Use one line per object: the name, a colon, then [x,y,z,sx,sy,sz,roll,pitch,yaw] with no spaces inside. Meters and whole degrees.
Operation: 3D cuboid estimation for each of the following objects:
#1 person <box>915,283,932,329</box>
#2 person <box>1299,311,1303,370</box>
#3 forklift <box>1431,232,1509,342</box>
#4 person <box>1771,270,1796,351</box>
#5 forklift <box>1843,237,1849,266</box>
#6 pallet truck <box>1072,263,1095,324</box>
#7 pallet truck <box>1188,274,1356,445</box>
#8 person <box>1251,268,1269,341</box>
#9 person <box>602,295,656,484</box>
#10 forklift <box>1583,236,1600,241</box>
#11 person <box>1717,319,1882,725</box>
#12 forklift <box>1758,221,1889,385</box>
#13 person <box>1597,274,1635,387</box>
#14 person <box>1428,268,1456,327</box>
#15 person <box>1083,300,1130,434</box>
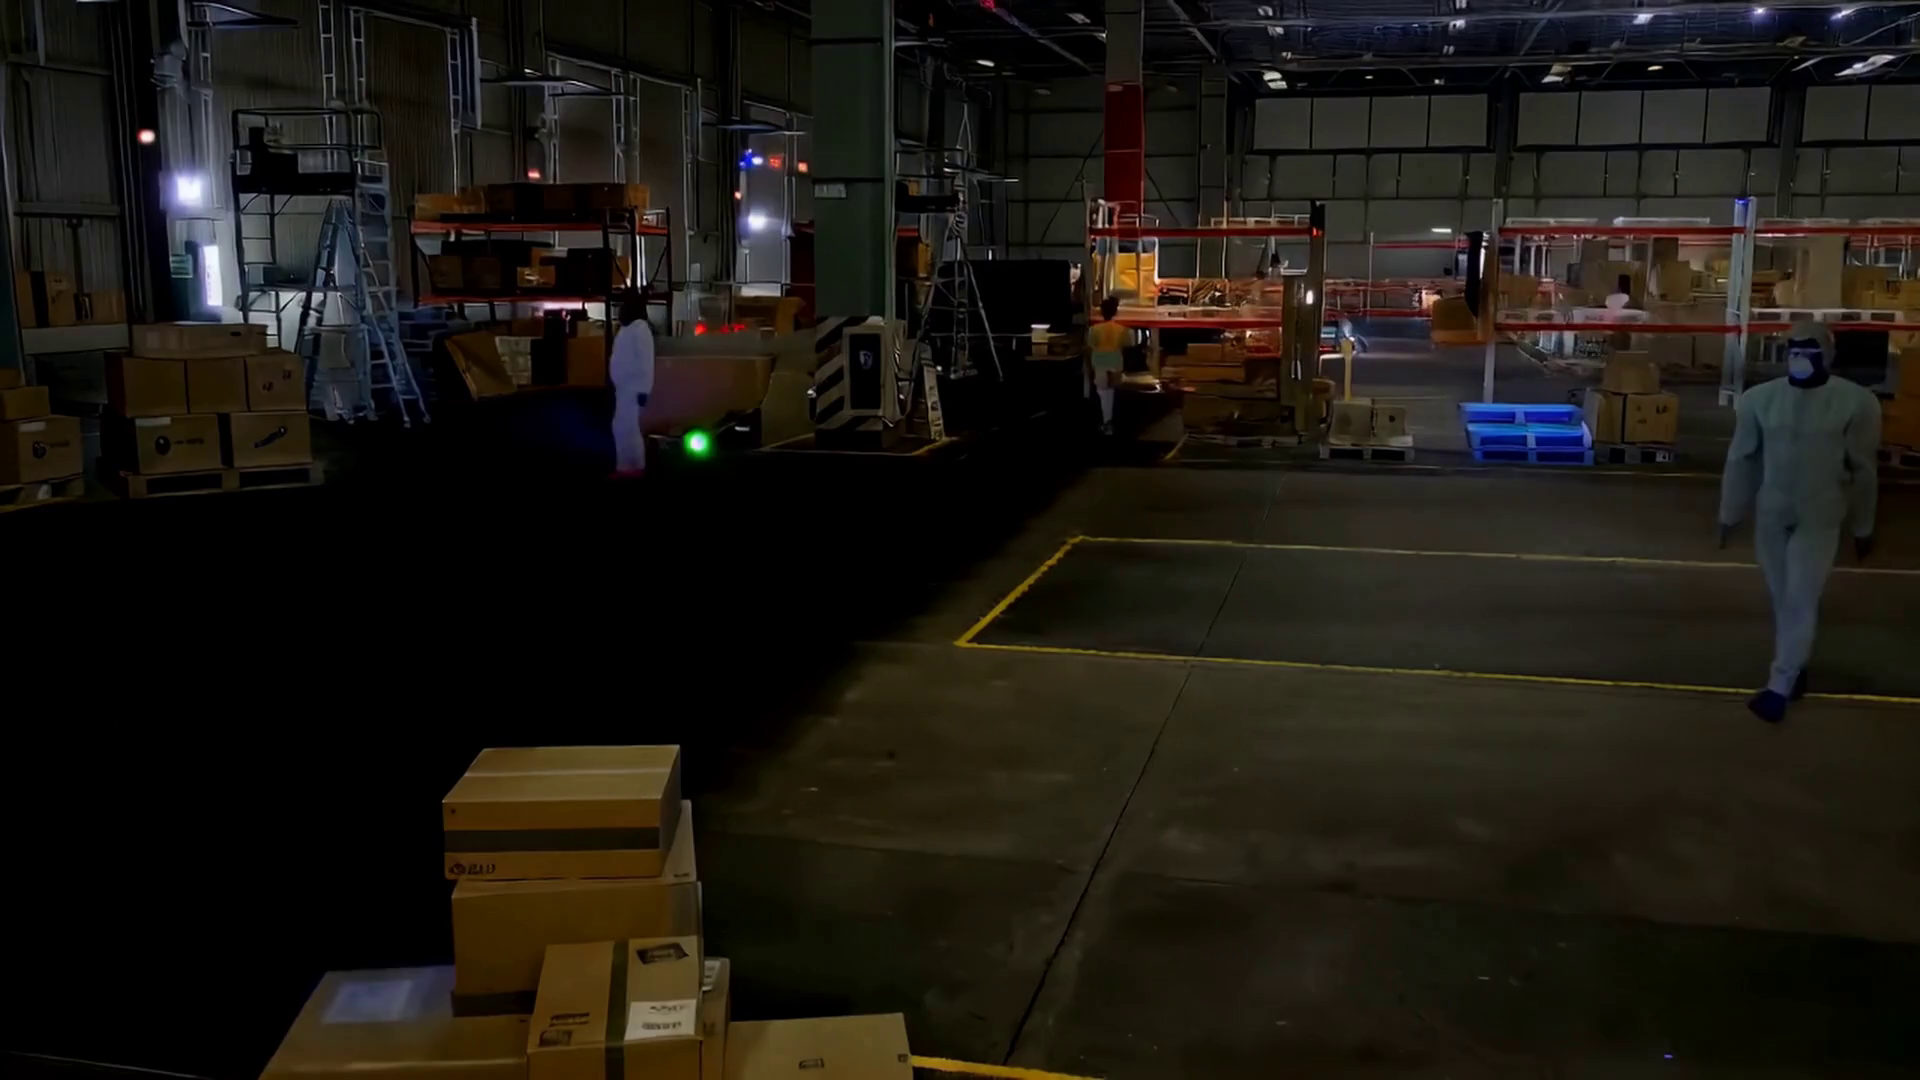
person: [-1.086,-7.376,50.636,0.544,1.930,0.388,-5,11,-25]
person: [6.760,-4.127,32.065,0.485,1.739,0.319,-8,13,-41]
forklift: [13.184,-6.527,42.836,1.873,2.768,1.129,2,10,14]
person: [19.366,-5.375,38.988,0.643,1.897,1.013,4,11,25]
forklift: [27.372,-8.164,52.473,1.129,2.768,1.873,2,10,14]
pallet truck: [4.325,-8.180,55.162,0.823,1.965,1.885,6,11,31]
pallet truck: [3.653,-2.138,19.590,1.885,1.965,0.823,-4,10,-20]
person: [7.772,-6.135,43.394,0.708,1.907,0.576,-8,12,-38]
person: [-3.271,-1.449,16.078,0.651,1.808,0.651,-5,11,-26]
forklift: [19.519,-8.030,51.685,1.873,2.768,1.129,5,11,28]
person: [3.958,-0.098,7.914,1.035,1.879,0.655,-9,13,-43]
forklift: [14.837,-4.095,28.515,1.873,2.768,1.129,2,10,14]
person: [10.633,-3.320,26.816,0.440,1.907,0.585,-2,10,-12]
person: [14.745,-7.294,50.362,1.082,1.855,0.640,5,11,25]
person: [1.825,-2.155,20.726,0.543,1.645,0.887,-2,10,-12]
